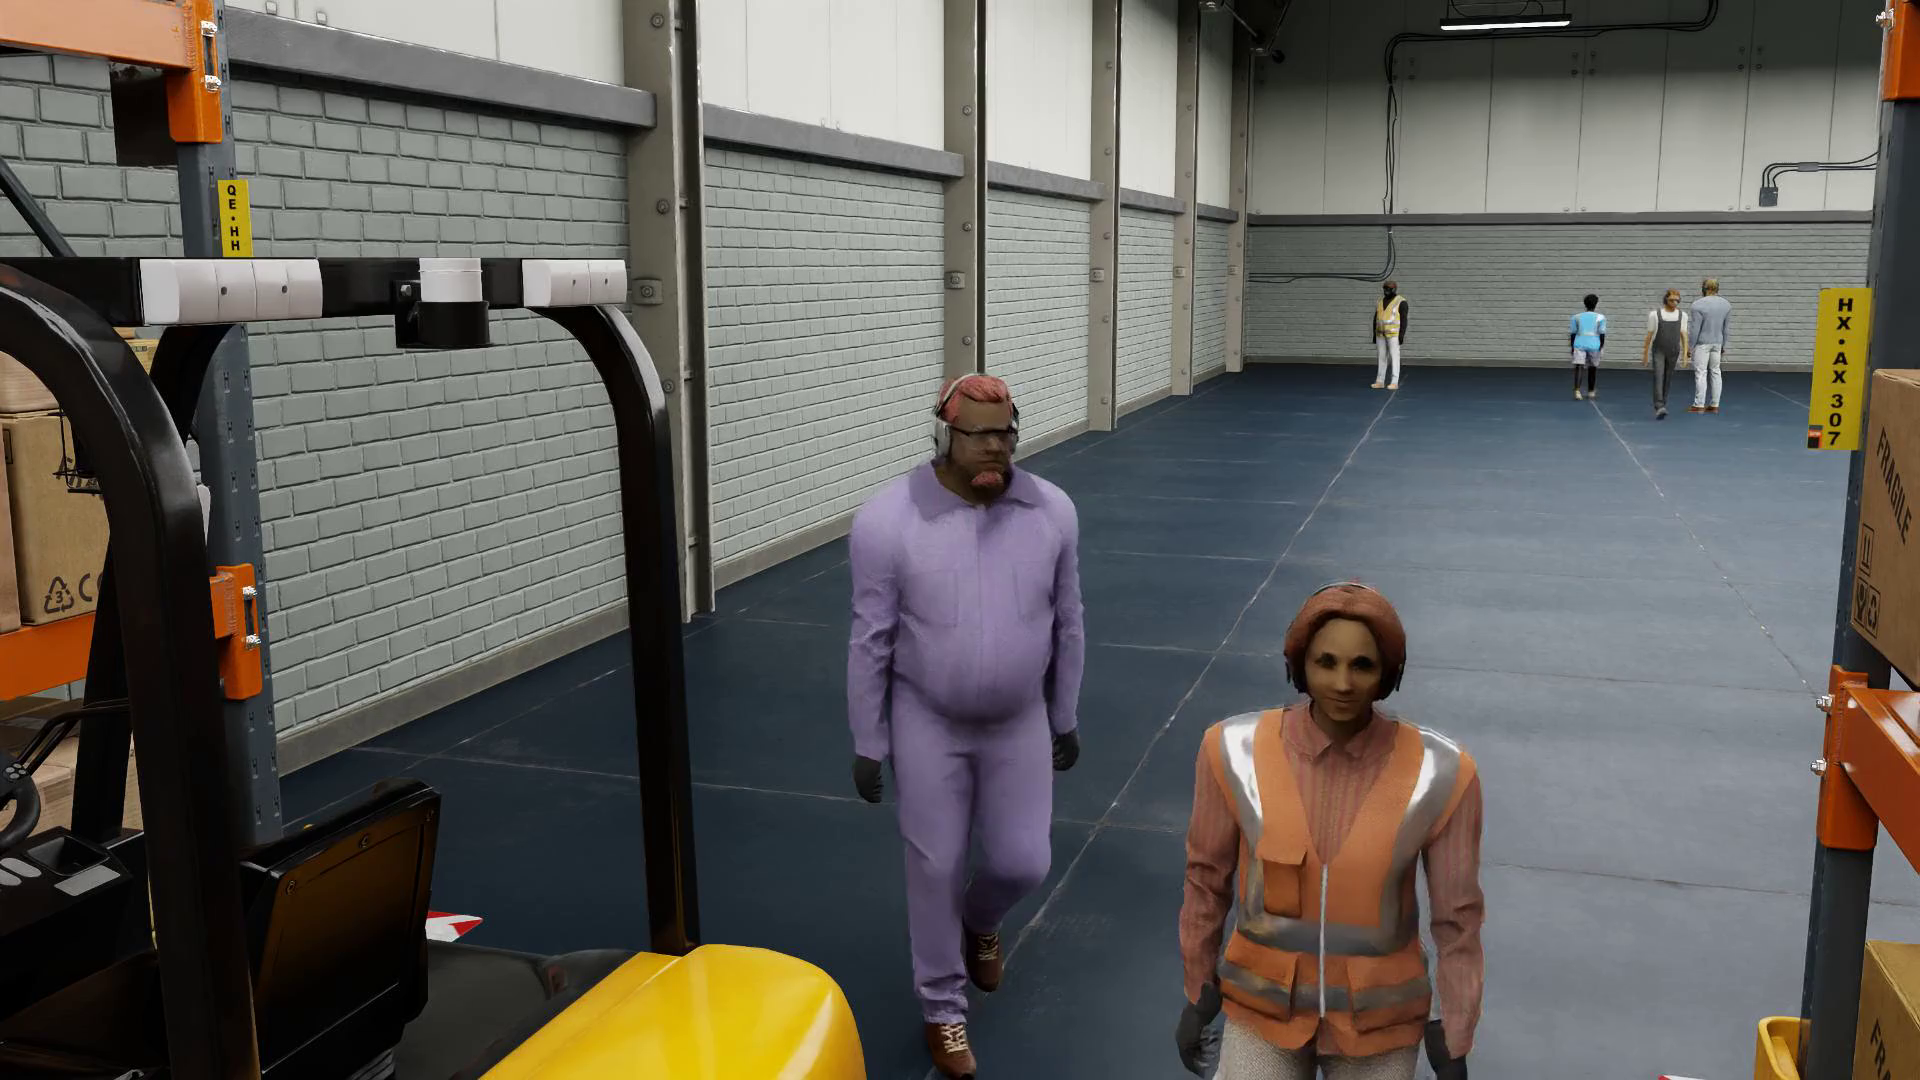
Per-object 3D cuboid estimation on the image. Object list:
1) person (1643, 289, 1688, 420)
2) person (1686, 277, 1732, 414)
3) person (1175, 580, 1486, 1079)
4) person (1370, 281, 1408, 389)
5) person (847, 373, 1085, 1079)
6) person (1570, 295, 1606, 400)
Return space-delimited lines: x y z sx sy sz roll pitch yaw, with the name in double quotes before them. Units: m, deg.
"person" 9.717 -2.544 22.863 0.531 1.784 0.975 1 10 8
"person" 10.670 -2.770 23.739 0.635 1.937 0.353 -2 10 -14
"person" 0.648 0.871 2.958 0.539 1.624 0.358 3 10 15
"person" 7.284 -3.485 28.294 0.429 1.839 0.633 -8 12 -39
"person" 0.011 0.479 4.551 0.678 1.887 0.530 -3 10 -15
"person" 9.826 -3.015 26.060 0.540 1.652 0.857 5 11 28
